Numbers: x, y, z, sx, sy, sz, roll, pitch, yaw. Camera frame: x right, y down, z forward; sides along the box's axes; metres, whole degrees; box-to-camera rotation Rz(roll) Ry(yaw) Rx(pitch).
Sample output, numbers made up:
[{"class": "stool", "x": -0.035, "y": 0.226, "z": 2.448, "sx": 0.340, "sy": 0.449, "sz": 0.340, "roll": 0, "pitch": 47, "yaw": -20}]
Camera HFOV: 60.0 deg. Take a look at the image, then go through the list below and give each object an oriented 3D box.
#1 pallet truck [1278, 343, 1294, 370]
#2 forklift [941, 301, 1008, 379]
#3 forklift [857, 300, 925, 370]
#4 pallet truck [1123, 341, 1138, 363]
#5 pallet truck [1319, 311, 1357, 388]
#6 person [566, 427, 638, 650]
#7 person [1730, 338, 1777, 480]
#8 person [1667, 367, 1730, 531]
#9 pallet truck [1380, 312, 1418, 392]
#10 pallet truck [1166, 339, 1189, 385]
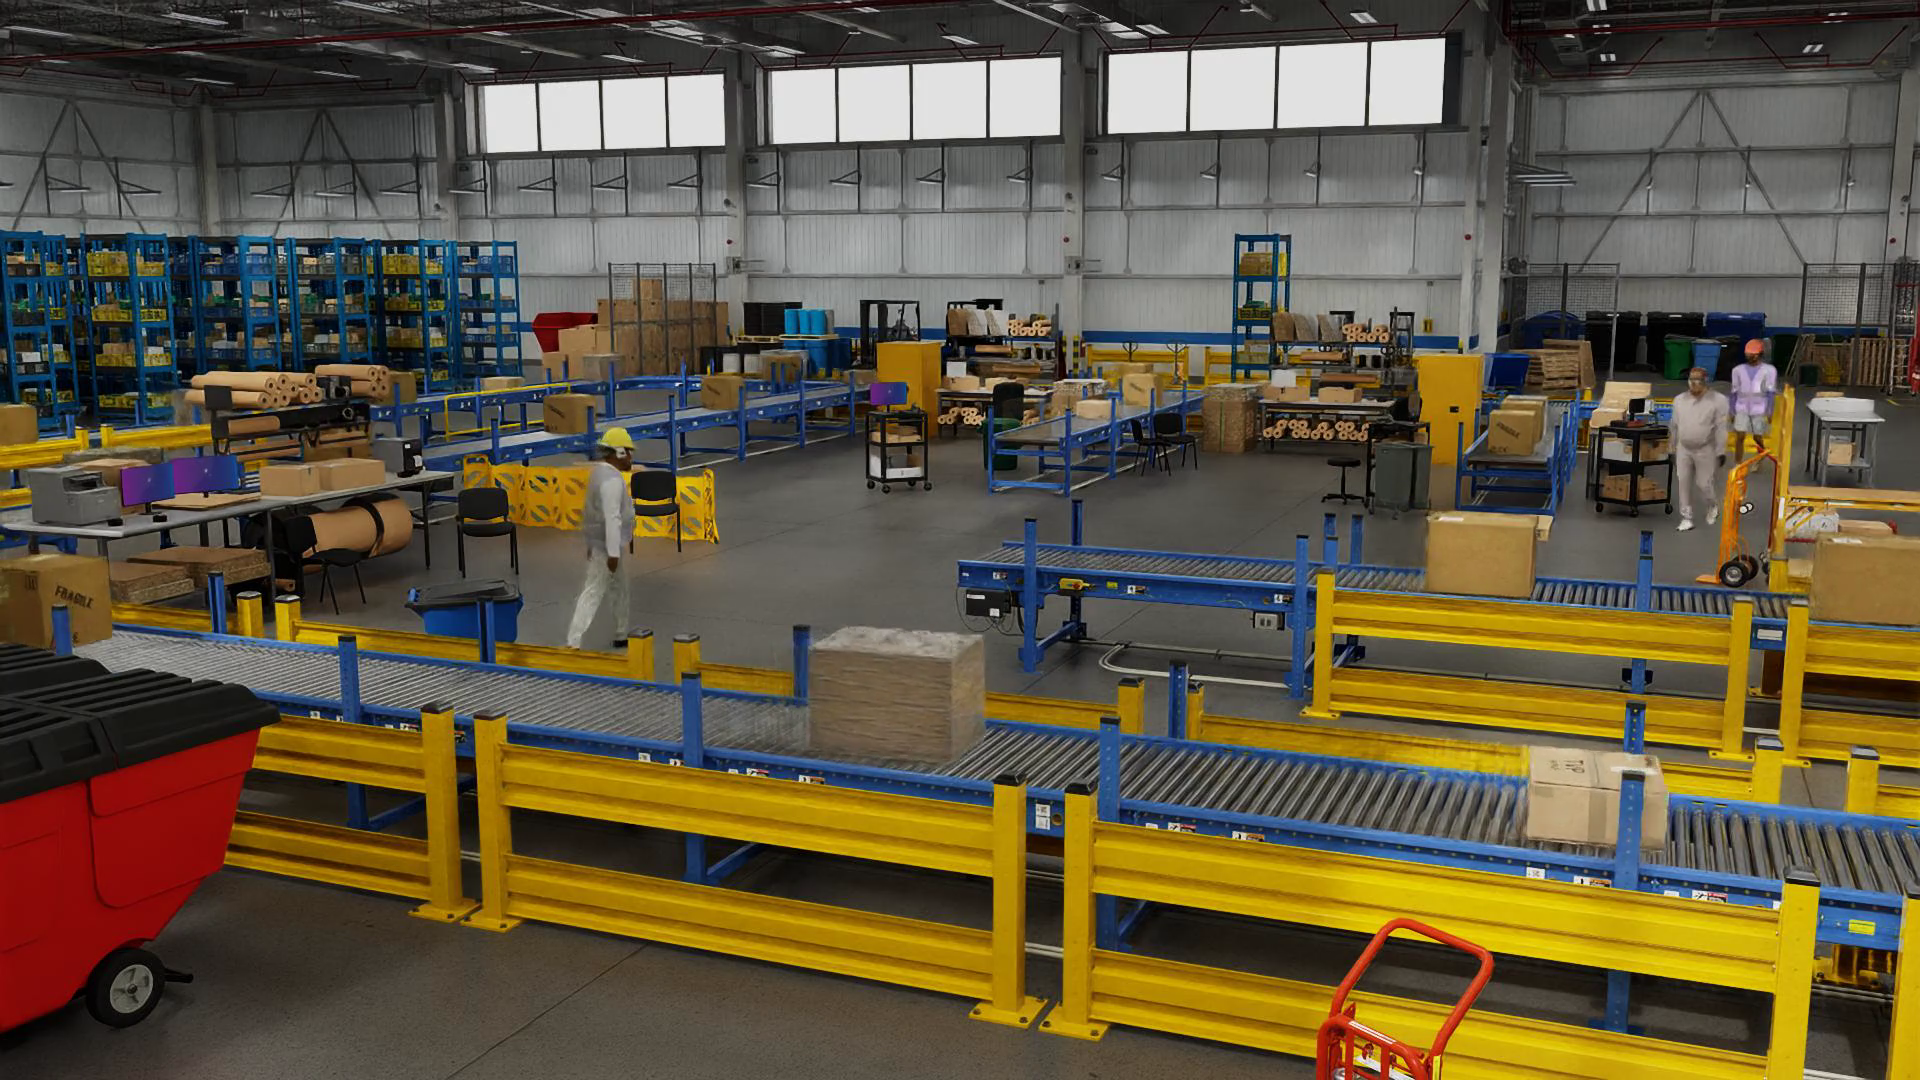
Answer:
[{"class": "pallet truck", "x": 7.886, "y": -4.163, "z": 39.743, "sx": 0.653, "sy": 1.274, "sz": 1.630, "roll": 4, "pitch": 10, "yaw": 22}, {"class": "forklift", "x": 0.365, "y": -4.966, "z": 41.571, "sx": 1.157, "sy": 1.987, "sz": 2.680, "roll": 3, "pitch": 10, "yaw": 20}, {"class": "forklift", "x": -1.732, "y": -5.109, "z": 42.468, "sx": 1.157, "sy": 1.987, "sz": 2.680, "roll": 4, "pitch": 10, "yaw": 22}, {"class": "pallet truck", "x": 4.445, "y": -4.380, "z": 41.279, "sx": 0.680, "sy": 1.201, "sz": 1.601, "roll": 4, "pitch": 10, "yaw": 22}, {"class": "pallet truck", "x": 9.071, "y": -4.419, "z": 39.190, "sx": 0.823, "sy": 1.965, "sz": 1.885, "roll": 5, "pitch": 10, "yaw": 26}, {"class": "person", "x": -2.802, "y": 0.032, "z": 12.904, "sx": 0.686, "sy": 1.792, "sz": 0.638, "roll": -3, "pitch": 10, "yaw": -17}, {"class": "person", "x": 11.333, "y": -1.879, "z": 23.760, "sx": 0.605, "sy": 2.019, "sz": 0.831, "roll": 7, "pitch": 11, "yaw": 35}, {"class": "person", "x": 8.446, "y": -1.043, "z": 19.042, "sx": 0.505, "sy": 1.891, "sz": 0.676, "roll": -9, "pitch": 13, "yaw": -44}, {"class": "pallet truck", "x": 10.207, "y": -4.283, "z": 38.369, "sx": 0.823, "sy": 1.965, "sz": 1.885, "roll": 3, "pitch": 10, "yaw": 20}, {"class": "pallet truck", "x": 5.418, "y": -4.269, "z": 40.420, "sx": 0.704, "sy": 1.261, "sz": 1.522, "roll": 3, "pitch": 10, "yaw": 20}]
